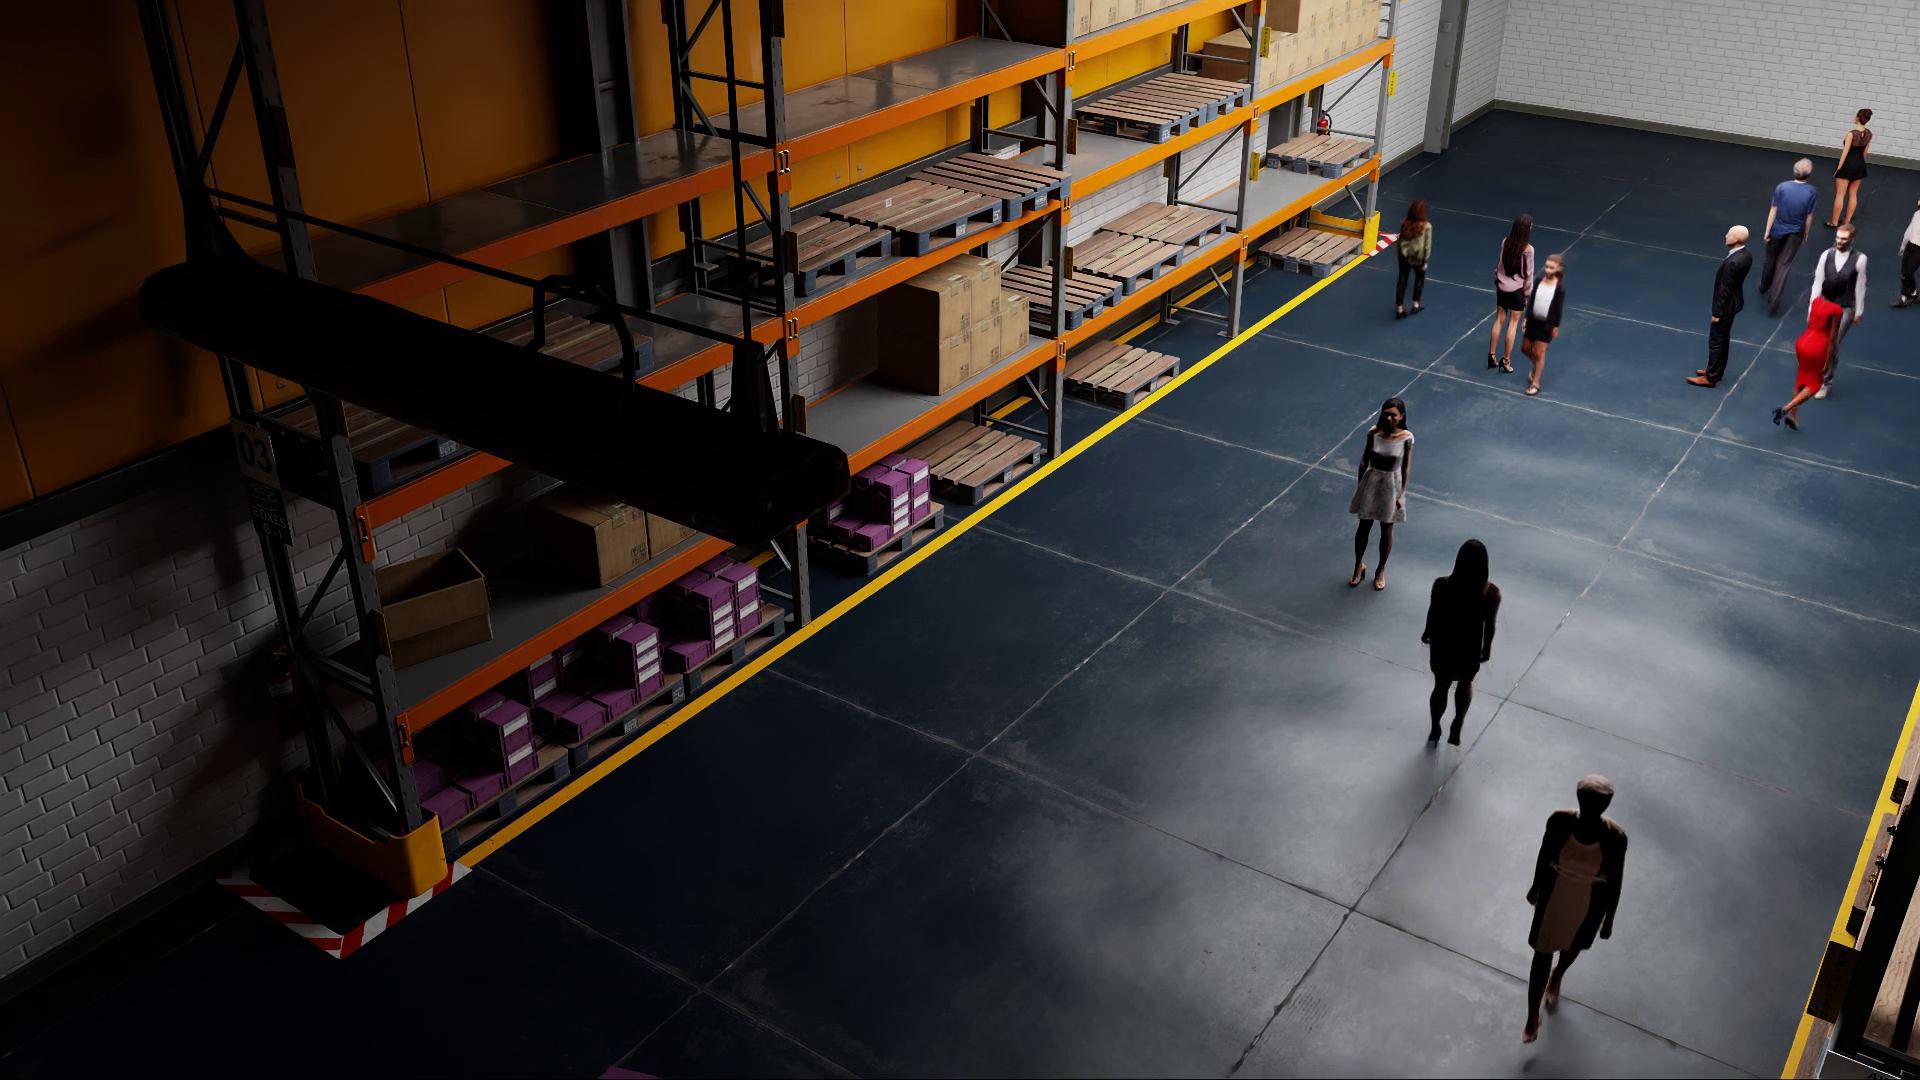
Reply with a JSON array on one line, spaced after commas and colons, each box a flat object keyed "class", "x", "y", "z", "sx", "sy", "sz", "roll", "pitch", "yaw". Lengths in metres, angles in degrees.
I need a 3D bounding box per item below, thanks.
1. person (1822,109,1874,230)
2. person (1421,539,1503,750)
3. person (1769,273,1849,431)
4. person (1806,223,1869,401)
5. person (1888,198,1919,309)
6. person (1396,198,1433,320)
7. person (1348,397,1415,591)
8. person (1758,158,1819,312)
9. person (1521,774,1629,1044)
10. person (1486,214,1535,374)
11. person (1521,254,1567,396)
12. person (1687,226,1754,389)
[{"class": "person", "x": 12.389, "y": -5.170, "z": 23.127, "sx": 0.678, "sy": 1.674, "sz": 0.740, "roll": -5, "pitch": 29, "yaw": -10}, {"class": "person", "x": 3.613, "y": 0.823, "z": 12.110, "sx": 0.764, "sy": 1.703, "sz": 0.808, "roll": 8, "pitch": 30, "yaw": 14}, {"class": "person", "x": 8.667, "y": -1.886, "z": 17.052, "sx": 0.916, "sy": 1.726, "sz": 0.845, "roll": -9, "pitch": 30, "yaw": -16}, {"class": "person", "x": 9.560, "y": -2.526, "z": 18.031, "sx": 0.904, "sy": 1.913, "sz": 0.829, "roll": -21, "pitch": 35, "yaw": -33}, {"class": "person", "x": 11.755, "y": -3.535, "z": 20.337, "sx": 0.735, "sy": 1.475, "sz": 0.679, "roll": -6, "pitch": 29, "yaw": -11}, {"class": "person", "x": 5.419, "y": -3.368, "z": 20.047, "sx": 0.617, "sy": 1.460, "sz": 0.759, "roll": 19, "pitch": 34, "yaw": 31}, {"class": "person", "x": 3.615, "y": -0.401, "z": 14.279, "sx": 0.712, "sy": 1.775, "sz": 0.714, "roll": 10, "pitch": 30, "yaw": 18}, {"class": "person", "x": 10.039, "y": -3.654, "z": 20.203, "sx": 0.848, "sy": 1.812, "sz": 1.268, "roll": 11, "pitch": 31, "yaw": 20}, {"class": "person", "x": 3.621, "y": 2.075, "z": 9.791, "sx": 0.759, "sy": 1.726, "sz": 1.044, "roll": 13, "pitch": 31, "yaw": 22}, {"class": "person", "x": 6.151, "y": -2.752, "z": 18.550, "sx": 0.653, "sy": 1.811, "sz": 0.694, "roll": -18, "pitch": 33, "yaw": -30}, {"class": "person", "x": 6.386, "y": -2.398, "z": 18.178, "sx": 0.654, "sy": 1.547, "sz": 0.822, "roll": 25, "pitch": 37, "yaw": 38}, {"class": "person", "x": 8.403, "y": -2.569, "z": 18.229, "sx": 0.745, "sy": 1.798, "sz": 0.521, "roll": 21, "pitch": 35, "yaw": 33}]
